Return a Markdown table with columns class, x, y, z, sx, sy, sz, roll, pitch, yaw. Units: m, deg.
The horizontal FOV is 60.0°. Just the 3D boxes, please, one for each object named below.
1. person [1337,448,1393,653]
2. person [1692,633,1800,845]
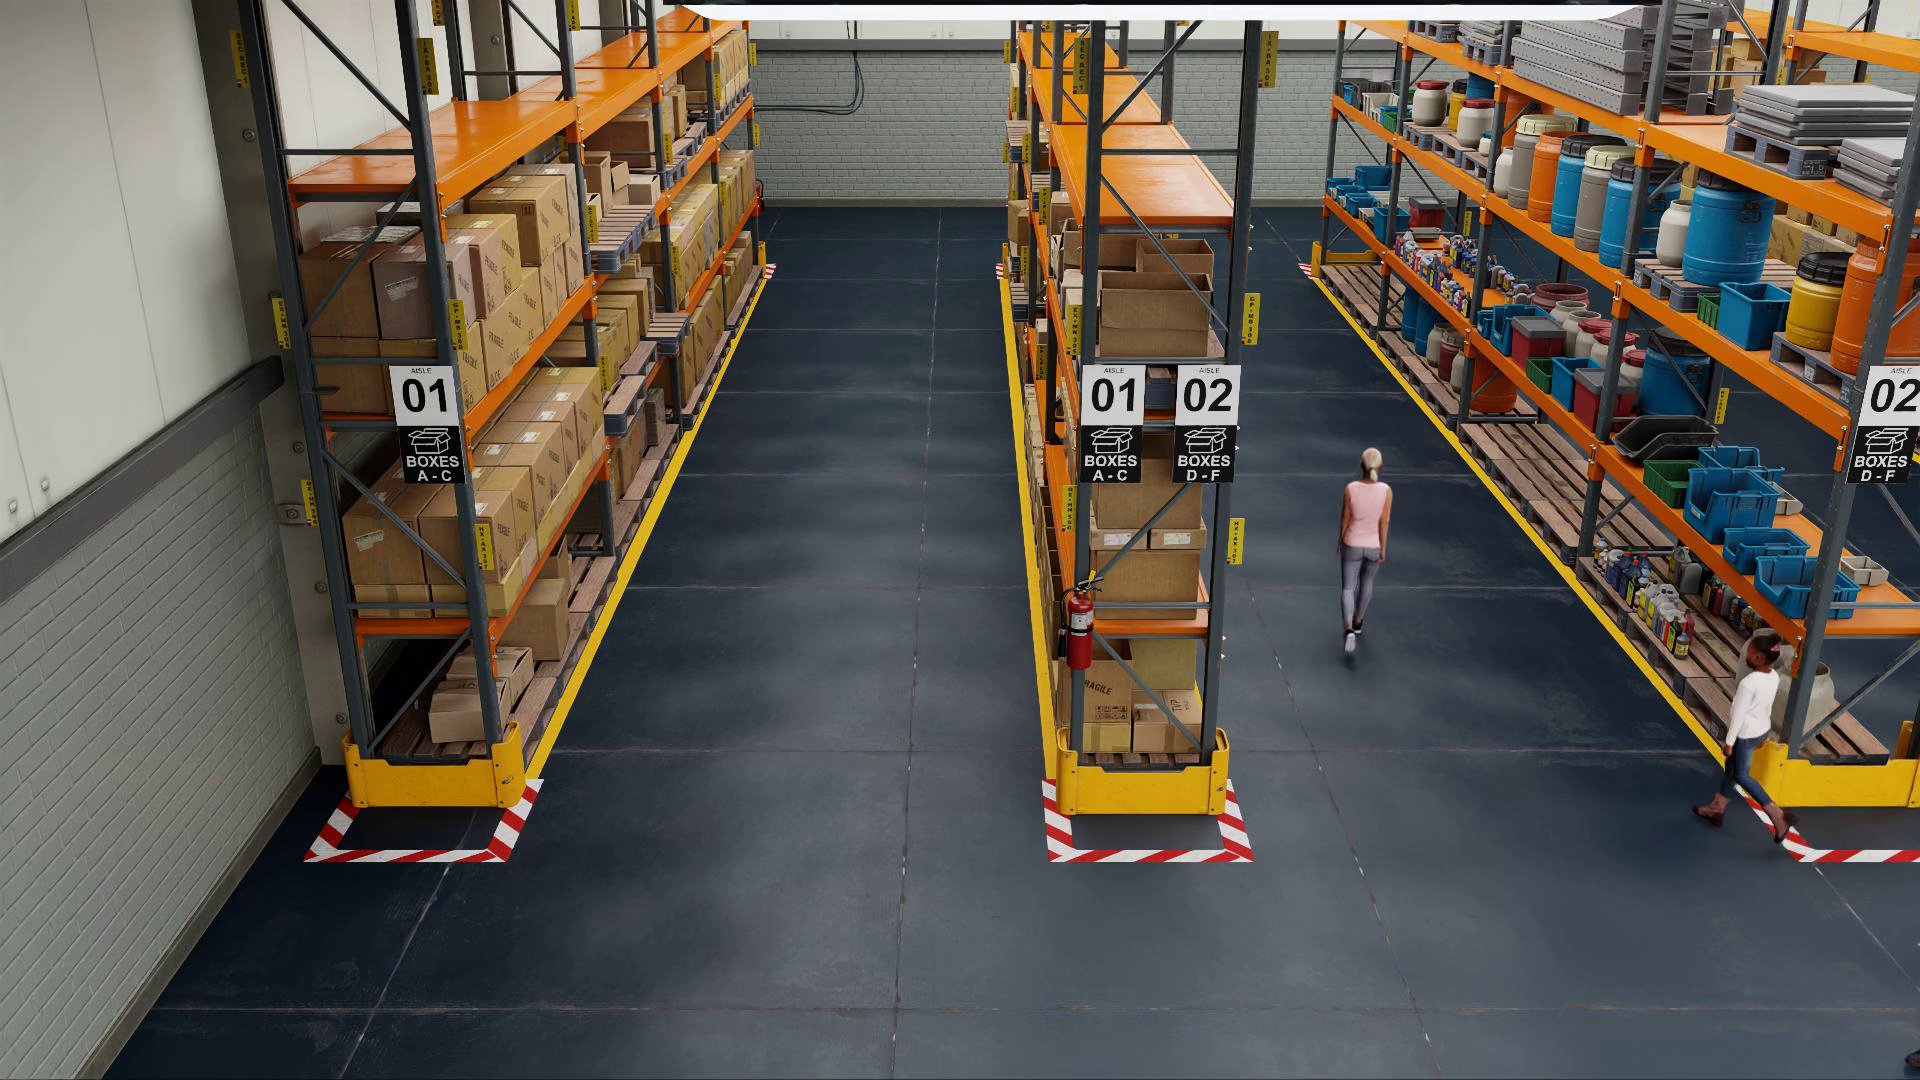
| class | x | y | z | sx | sy | sz | roll | pitch | yaw |
| --- | --- | --- | --- | --- | --- | --- | --- | --- | --- |
| person | 3.318 | 0.098 | 13.707 | 0.706 | 1.701 | 1.111 | 5 | 23 | 11 |
| person | 5.309 | 1.325 | 11.060 | 0.886 | 1.434 | 1.005 | -17 | 27 | -35 |
